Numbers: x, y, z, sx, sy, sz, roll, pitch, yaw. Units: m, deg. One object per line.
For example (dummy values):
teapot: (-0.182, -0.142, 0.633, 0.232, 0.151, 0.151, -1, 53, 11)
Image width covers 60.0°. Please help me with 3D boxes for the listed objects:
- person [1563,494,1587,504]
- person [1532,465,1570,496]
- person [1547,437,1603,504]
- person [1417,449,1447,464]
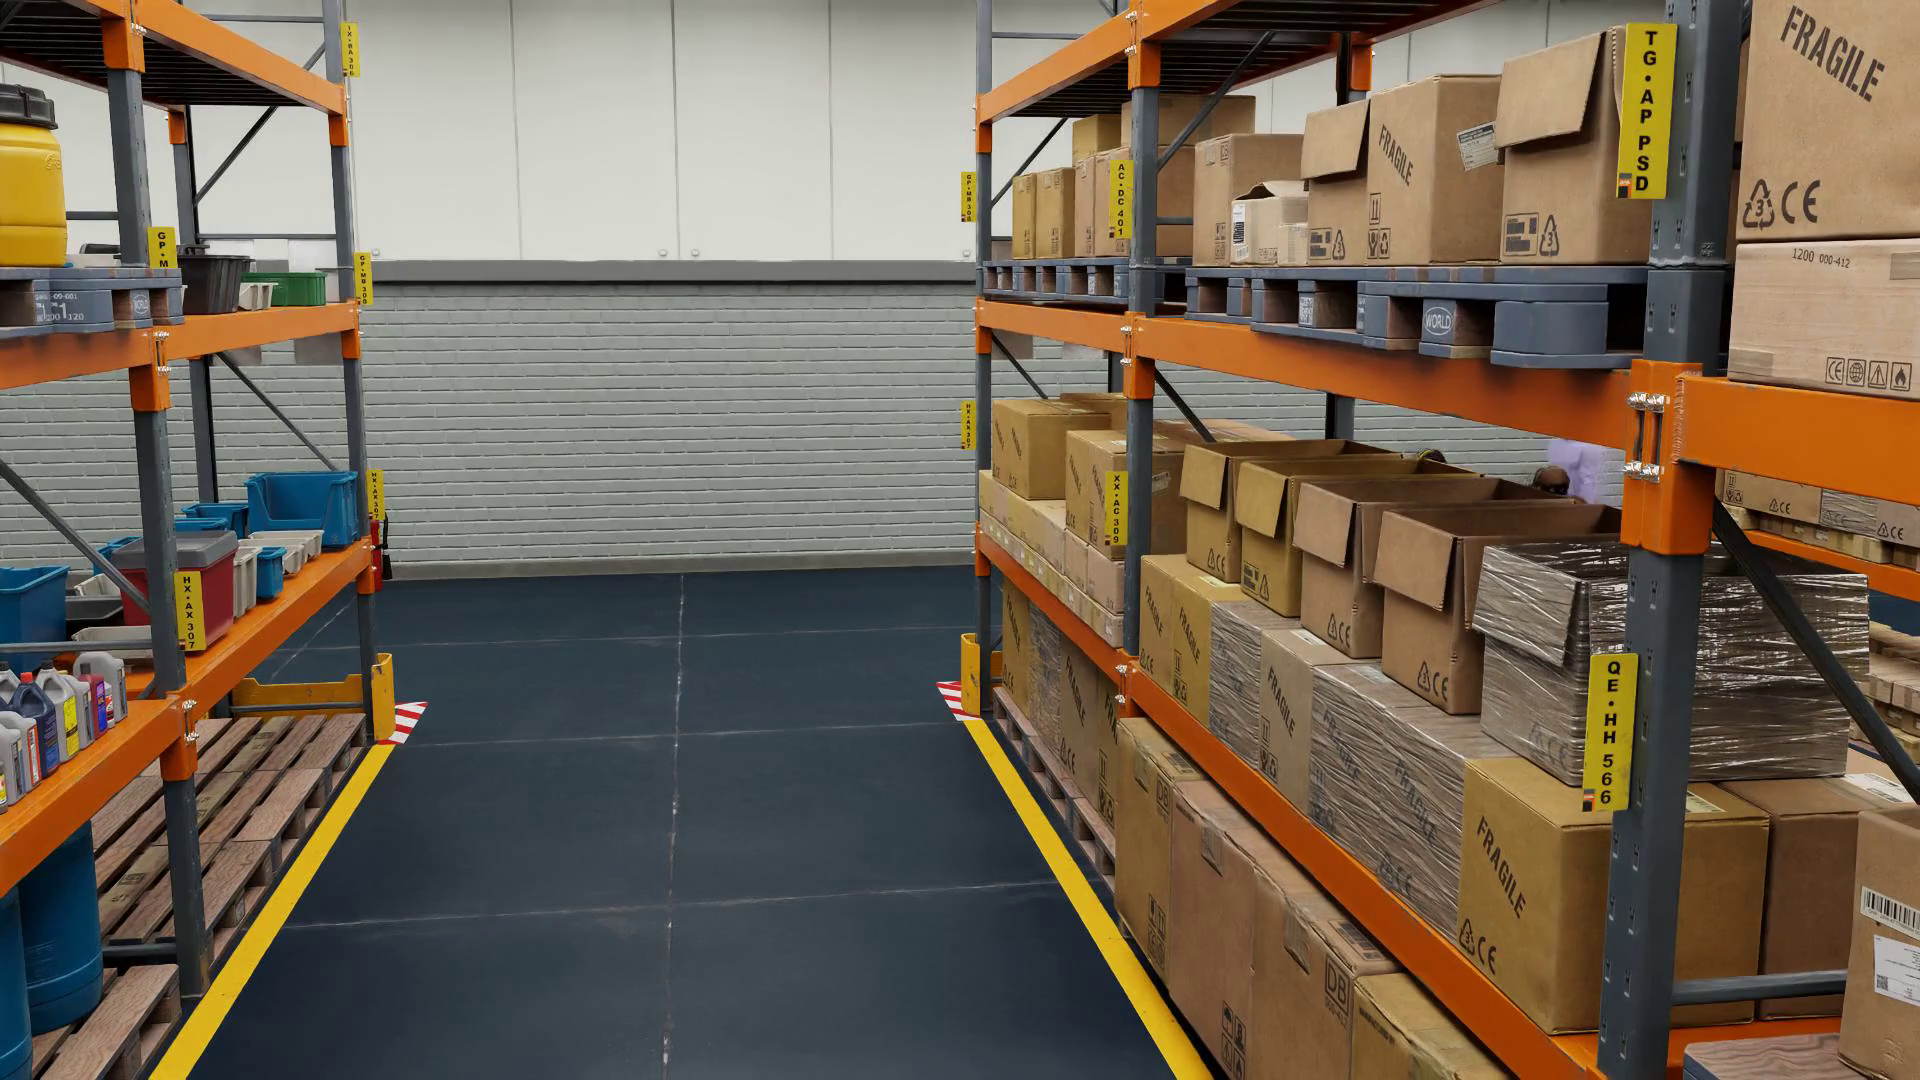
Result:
person: (3.343, 0.620, 9.405, 0.623, 1.808, 0.897, 0, 9, 3)
person: (3.623, 0.442, 10.398, 0.637, 1.831, 0.447, -1, 9, -5)
person: (5.390, -0.258, 14.524, 0.935, 1.911, 0.629, -4, 10, -24)
person: (3.222, 0.258, 11.597, 0.526, 1.829, 0.997, -2, 9, -12)
